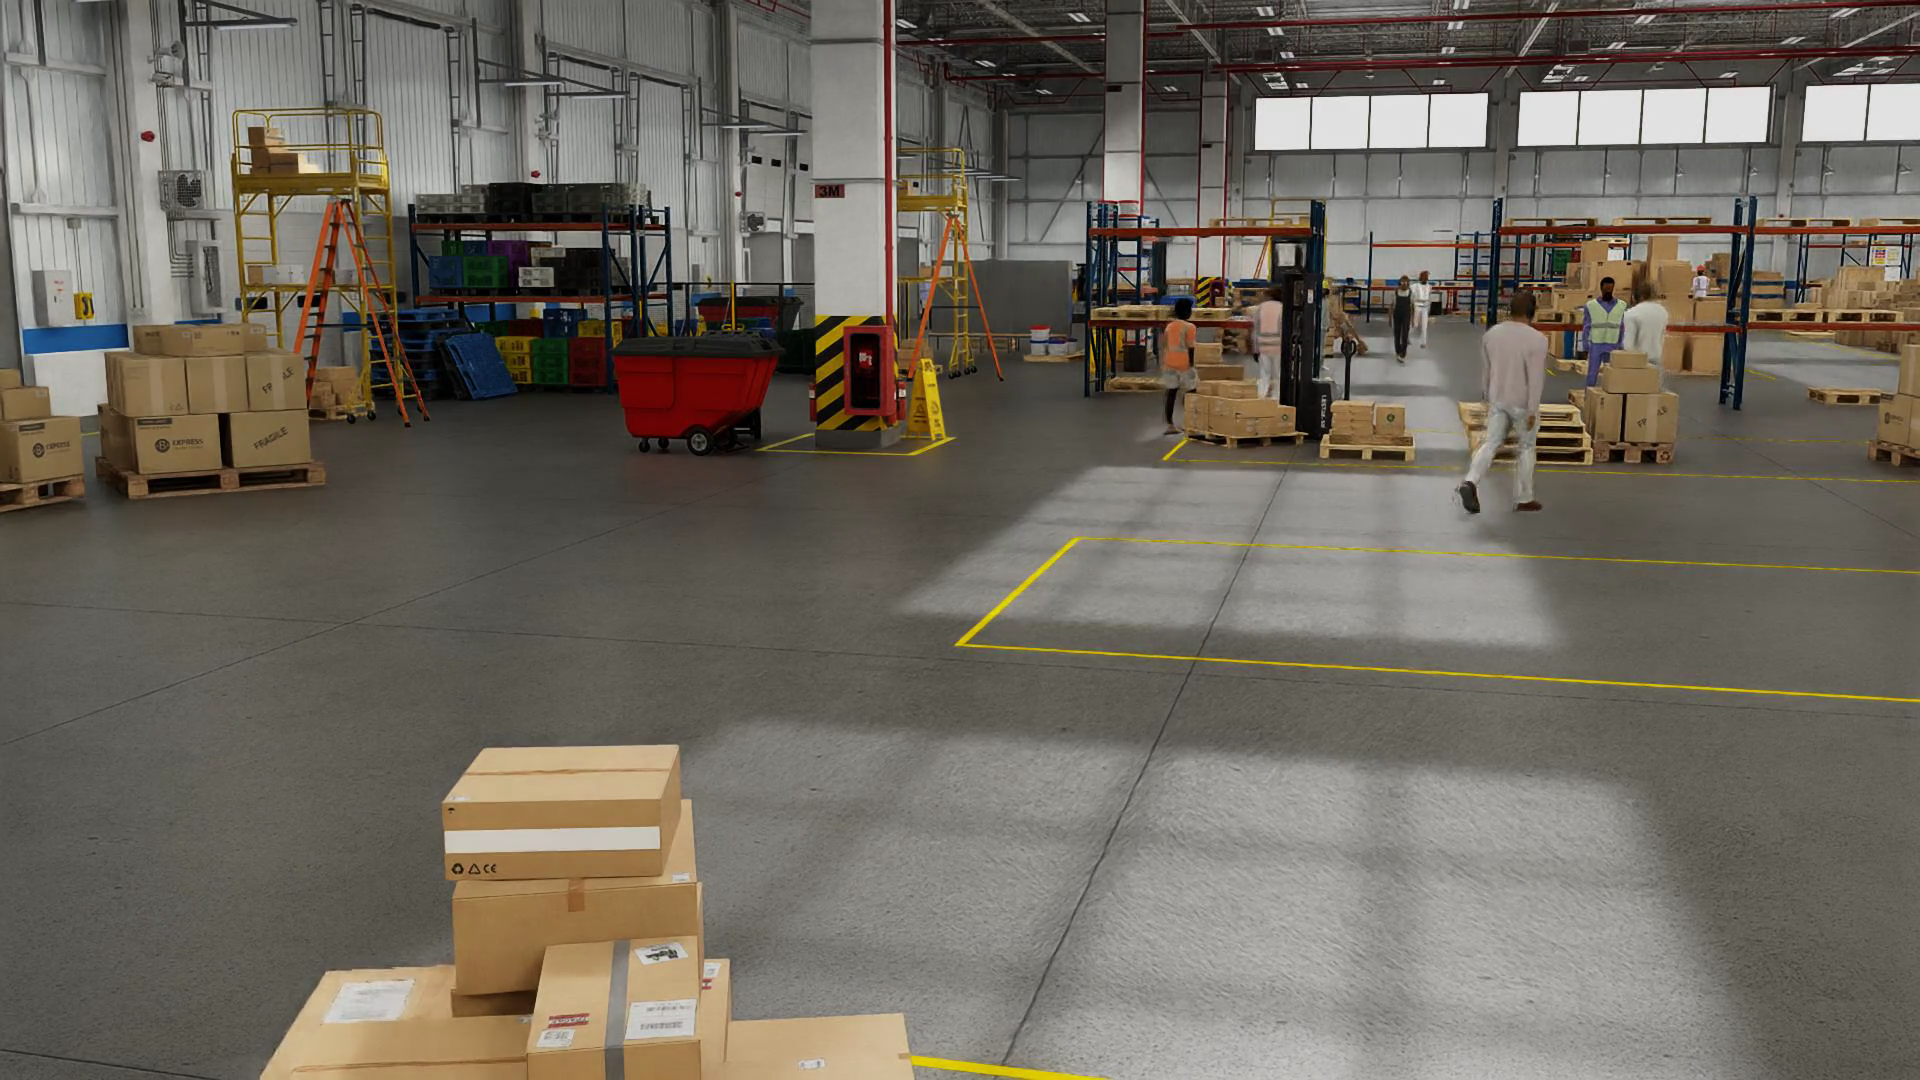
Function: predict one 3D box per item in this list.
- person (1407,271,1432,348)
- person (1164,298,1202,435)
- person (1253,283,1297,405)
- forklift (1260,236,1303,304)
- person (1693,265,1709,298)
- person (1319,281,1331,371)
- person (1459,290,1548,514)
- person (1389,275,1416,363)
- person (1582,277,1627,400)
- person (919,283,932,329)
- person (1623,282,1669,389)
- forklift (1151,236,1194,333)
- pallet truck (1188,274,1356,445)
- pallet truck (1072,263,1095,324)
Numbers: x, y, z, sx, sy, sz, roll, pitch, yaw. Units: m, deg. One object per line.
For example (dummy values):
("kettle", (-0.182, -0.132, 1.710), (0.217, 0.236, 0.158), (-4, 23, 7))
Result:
("person", (11.065, -5.564, 40.136), (0.606, 1.870, 0.654), (-3, 10, -17))
("person", (2.761, -2.134, 20.476), (0.568, 1.674, 0.550), (-7, 12, -35))
("person", (4.263, -2.545, 22.476), (0.650, 1.831, 0.445), (8, 13, 41))
("forklift", (9.645, -7.613, 49.231), (1.129, 2.768, 1.873), (-1, 10, -8))
("person", (22.972, -7.560, 51.690), (0.543, 1.939, 0.356), (-3, 10, -16))
("person", (6.969, -4.125, 32.065), (0.486, 1.738, 0.319), (-8, 12, -38))
("person", (4.624, -1.153, 14.061), (0.871, 1.916, 0.638), (-8, 12, -38))
("person", (9.249, -4.629, 34.791), (0.513, 1.823, 0.810), (3, 10, 17))
("person", (9.035, -2.732, 23.364), (0.585, 1.909, 0.391), (1, 10, 4))
("person", (-0.979, -7.361, 50.550), (0.544, 1.930, 0.389), (-4, 10, -23))
("person", (8.320, -2.199, 20.306), (0.651, 1.884, 1.039), (-2, 10, -13))
("forklift", (5.634, -7.224, 46.935), (1.873, 2.768, 1.129), (2, 10, 14))
("pallet truck", (3.653, -2.138, 19.590), (1.885, 1.965, 0.823), (-4, 10, -20))
("pallet truck", (4.325, -8.180, 55.162), (0.823, 1.965, 1.885), (6, 11, 31))
